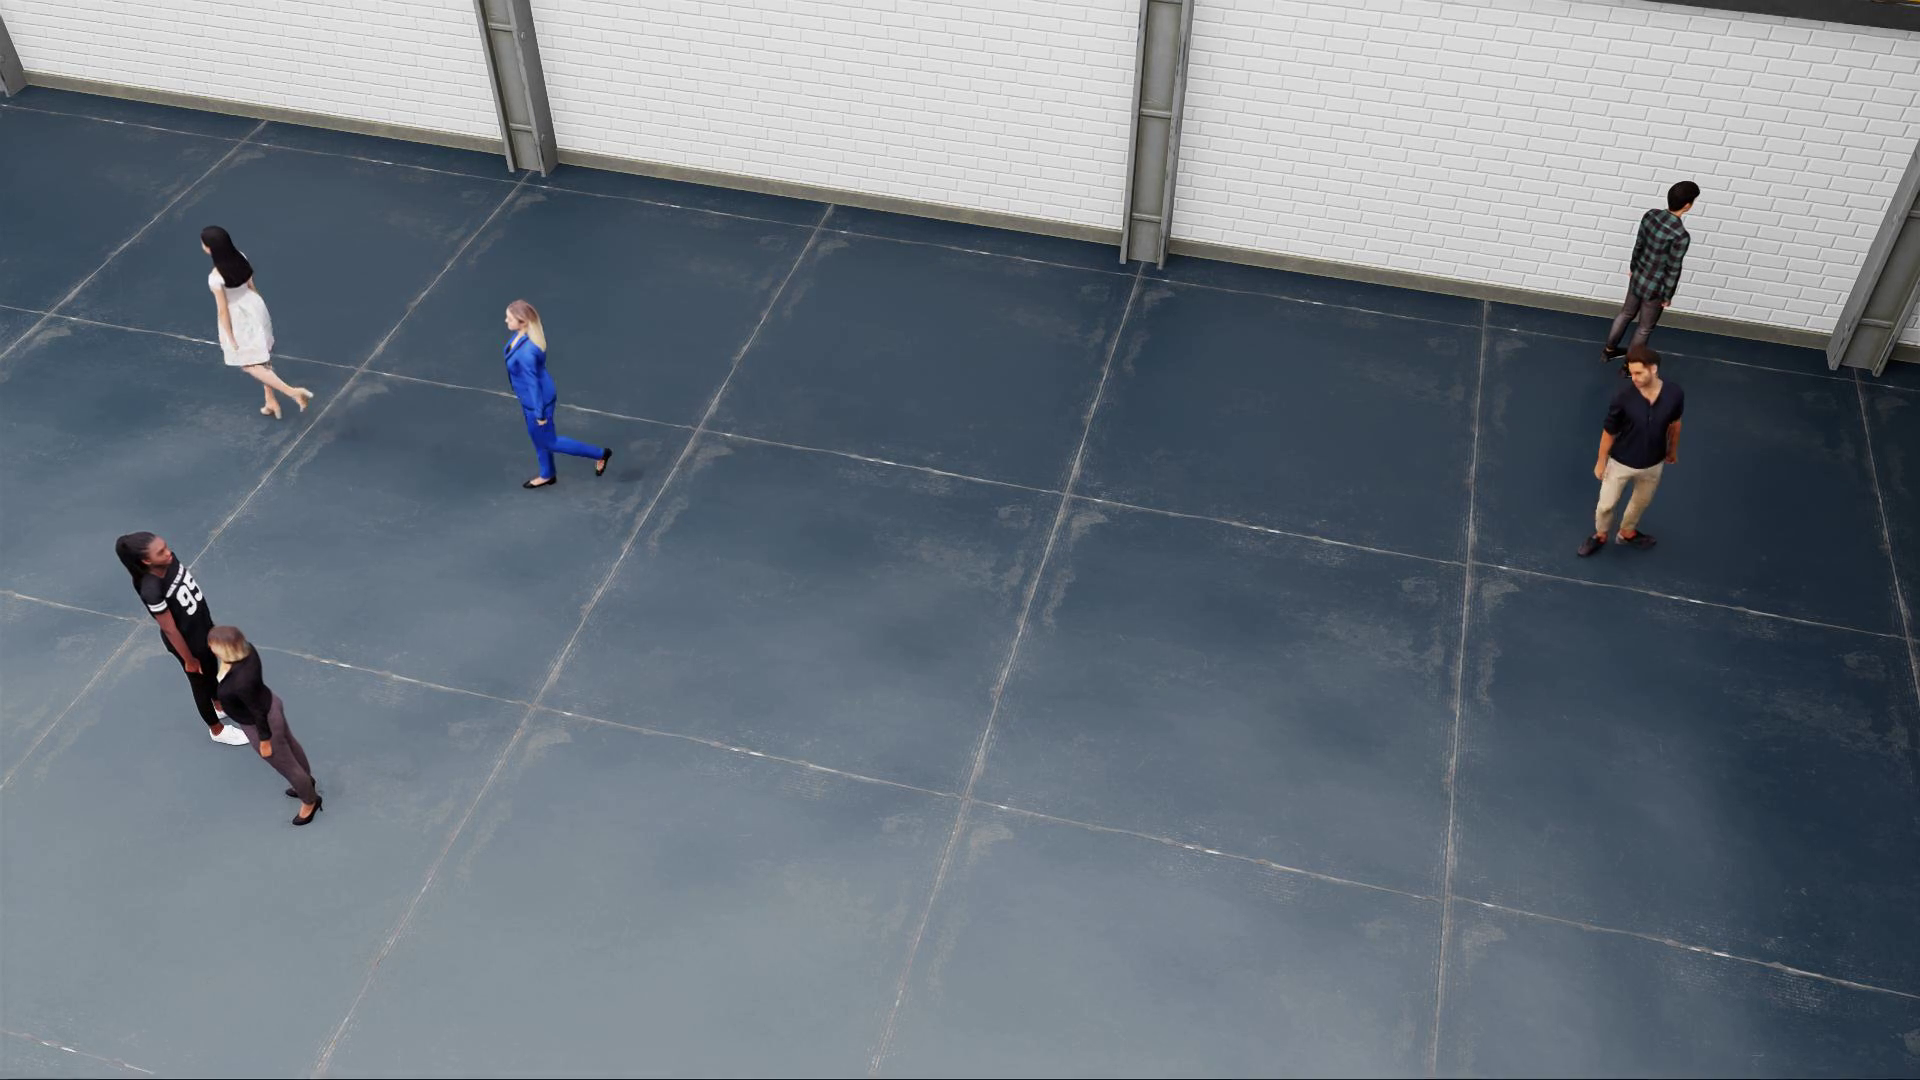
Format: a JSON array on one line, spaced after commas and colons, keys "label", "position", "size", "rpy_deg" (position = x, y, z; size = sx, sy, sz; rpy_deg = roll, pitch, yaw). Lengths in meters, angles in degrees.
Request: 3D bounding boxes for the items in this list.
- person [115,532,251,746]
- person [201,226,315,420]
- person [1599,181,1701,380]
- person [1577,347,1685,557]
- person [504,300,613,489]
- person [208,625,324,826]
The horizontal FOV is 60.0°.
[{"label": "person", "position": [-4.838, 0.596, 10.446], "size": [0.702, 1.729, 0.699], "rpy_deg": [-6, 44, -6]}, {"label": "person", "position": [-5.382, -1.615, 12.743], "size": [0.901, 1.763, 0.664], "rpy_deg": [14, 45, 14]}, {"label": "person", "position": [5.388, -2.041, 12.959], "size": [0.725, 1.712, 0.738], "rpy_deg": [-13, 45, -14]}, {"label": "person", "position": [4.759, -0.578, 11.621], "size": [0.598, 1.807, 0.945], "rpy_deg": [-5, 44, -5]}, {"label": "person", "position": [-3.000, -1.053, 12.210], "size": [1.044, 1.684, 0.889], "rpy_deg": [-9, 44, -10]}, {"label": "person", "position": [-4.150, 1.093, 9.968], "size": [0.713, 1.670, 0.683], "rpy_deg": [-15, 46, -15]}]
